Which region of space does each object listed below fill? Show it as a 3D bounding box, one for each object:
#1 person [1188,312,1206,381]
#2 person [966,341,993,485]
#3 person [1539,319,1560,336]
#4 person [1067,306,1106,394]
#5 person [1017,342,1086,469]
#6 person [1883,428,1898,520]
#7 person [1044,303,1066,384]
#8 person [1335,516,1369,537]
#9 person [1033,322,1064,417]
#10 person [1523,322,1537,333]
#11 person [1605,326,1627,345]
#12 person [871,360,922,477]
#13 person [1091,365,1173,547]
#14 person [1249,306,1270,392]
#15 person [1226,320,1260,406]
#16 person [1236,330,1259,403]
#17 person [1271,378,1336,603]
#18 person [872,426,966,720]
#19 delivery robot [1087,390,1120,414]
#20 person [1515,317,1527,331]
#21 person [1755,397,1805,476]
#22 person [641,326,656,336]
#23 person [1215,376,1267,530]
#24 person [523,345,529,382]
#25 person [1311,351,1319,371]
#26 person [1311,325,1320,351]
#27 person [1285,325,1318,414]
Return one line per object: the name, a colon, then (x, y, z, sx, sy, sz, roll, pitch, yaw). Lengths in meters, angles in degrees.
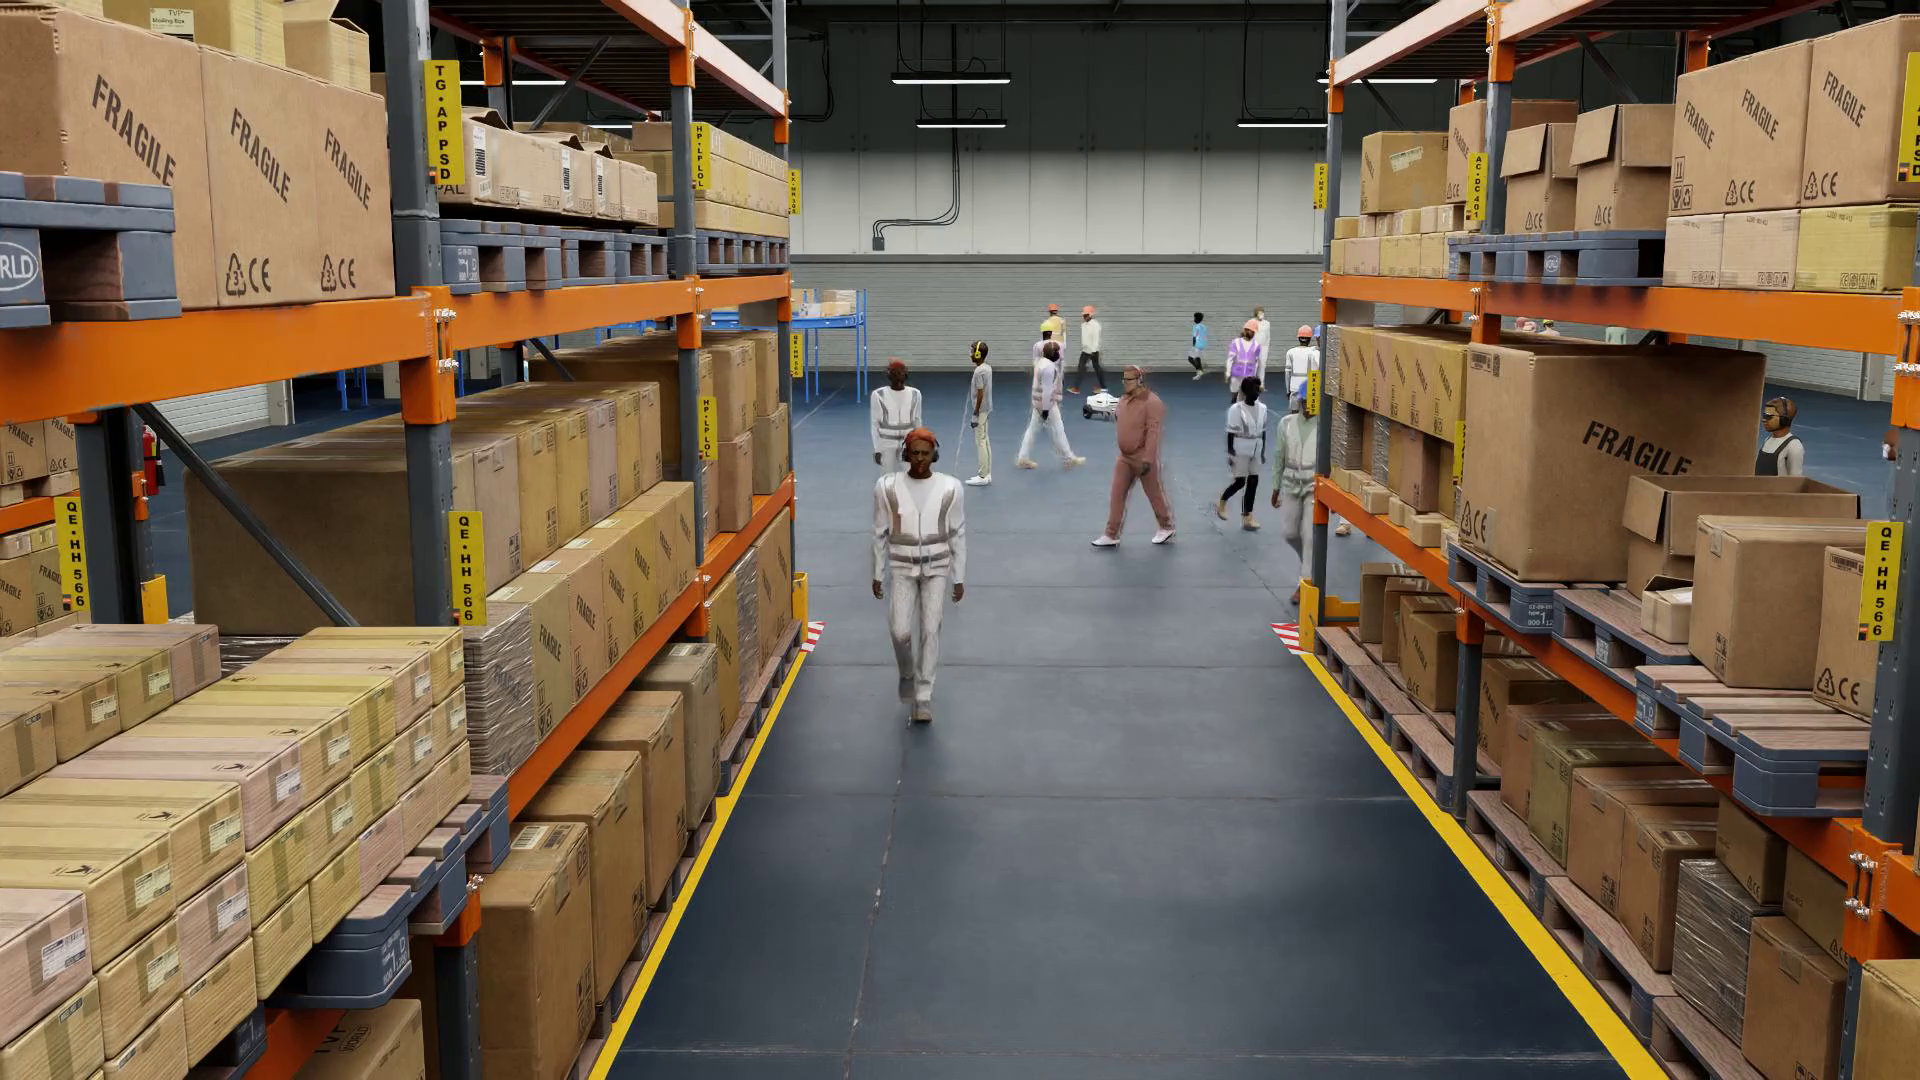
person: (5.840, -4.767, 40.971, 0.377, 1.677, 0.551, 7, 11, 34)
person: (0.256, -1.668, 21.851, 0.325, 1.871, 0.521, 2, 10, 15)
person: (12.497, -3.875, 35.400, 0.522, 1.761, 0.327, -2, 10, -13)
person: (2.859, -4.201, 36.818, 1.020, 1.941, 0.638, -7, 11, -34)
person: (1.258, -1.902, 23.512, 0.982, 1.789, 0.646, -2, 10, -11)
person: (7.578, -0.095, 13.254, 0.843, 1.594, 0.527, 5, 11, 26)
person: (2.256, -4.691, 39.766, 0.555, 1.936, 0.370, -2, 10, -11)
person: (4.281, -0.961, 17.697, 0.633, 1.842, 0.429, 4, 10, 25)
person: (1.544, -2.860, 28.985, 0.600, 1.881, 1.009, -3, 10, -18)
person: (9.730, -2.777, 28.438, 0.400, 1.897, 0.637, -5, 11, -27)
person: (15.727, -4.567, 39.922, 0.501, 1.631, 0.285, 2, 10, 10)
person: (-0.650, -0.985, 17.837, 0.582, 1.853, 0.837, -3, 10, -16)
person: (1.828, -0.863, 17.078, 0.983, 1.866, 0.650, -8, 12, -39)
person: (6.697, -4.319, 37.592, 0.632, 1.924, 0.672, -4, 10, -24)
person: (4.998, -2.951, 29.455, 0.610, 1.897, 0.881, 0, 9, 1)
person: (5.689, -3.401, 33.050, 0.520, 1.597, 0.855, -3, 10, -15)
person: (3.027, -0.458, 14.414, 0.621, 1.931, 0.723, 6, 11, 33)
person: (-0.258, 0.209, 10.593, 0.603, 1.872, 0.451, -1, 10, -4)
delivery robot: (2.670, -2.552, 30.922, 0.477, 0.478, 0.707, -5, 11, -28)
person: (10.733, -3.344, 31.930, 0.656, 1.864, 1.034, 2, 10, 10)
person: (6.436, -0.207, 13.168, 0.346, 1.847, 0.505, 0, 9, -3)
person: (-4.687, -2.268, 25.231, 0.635, 1.938, 0.359, -2, 10, -11)
person: (3.086, -0.967, 18.186, 0.545, 1.680, 0.477, -6, 11, -32)
person: (-6.721, -2.187, 25.656, 0.315, 1.636, 0.515, -3, 10, -19)
person: (5.105, -1.933, 22.928, 0.609, 2.040, 0.394, 6, 11, 30)
person: (5.537, -2.324, 25.537, 0.602, 1.949, 0.390, 7, 12, 36)
person: (5.286, -2.326, 25.588, 0.553, 1.934, 0.366, 6, 11, 33)
